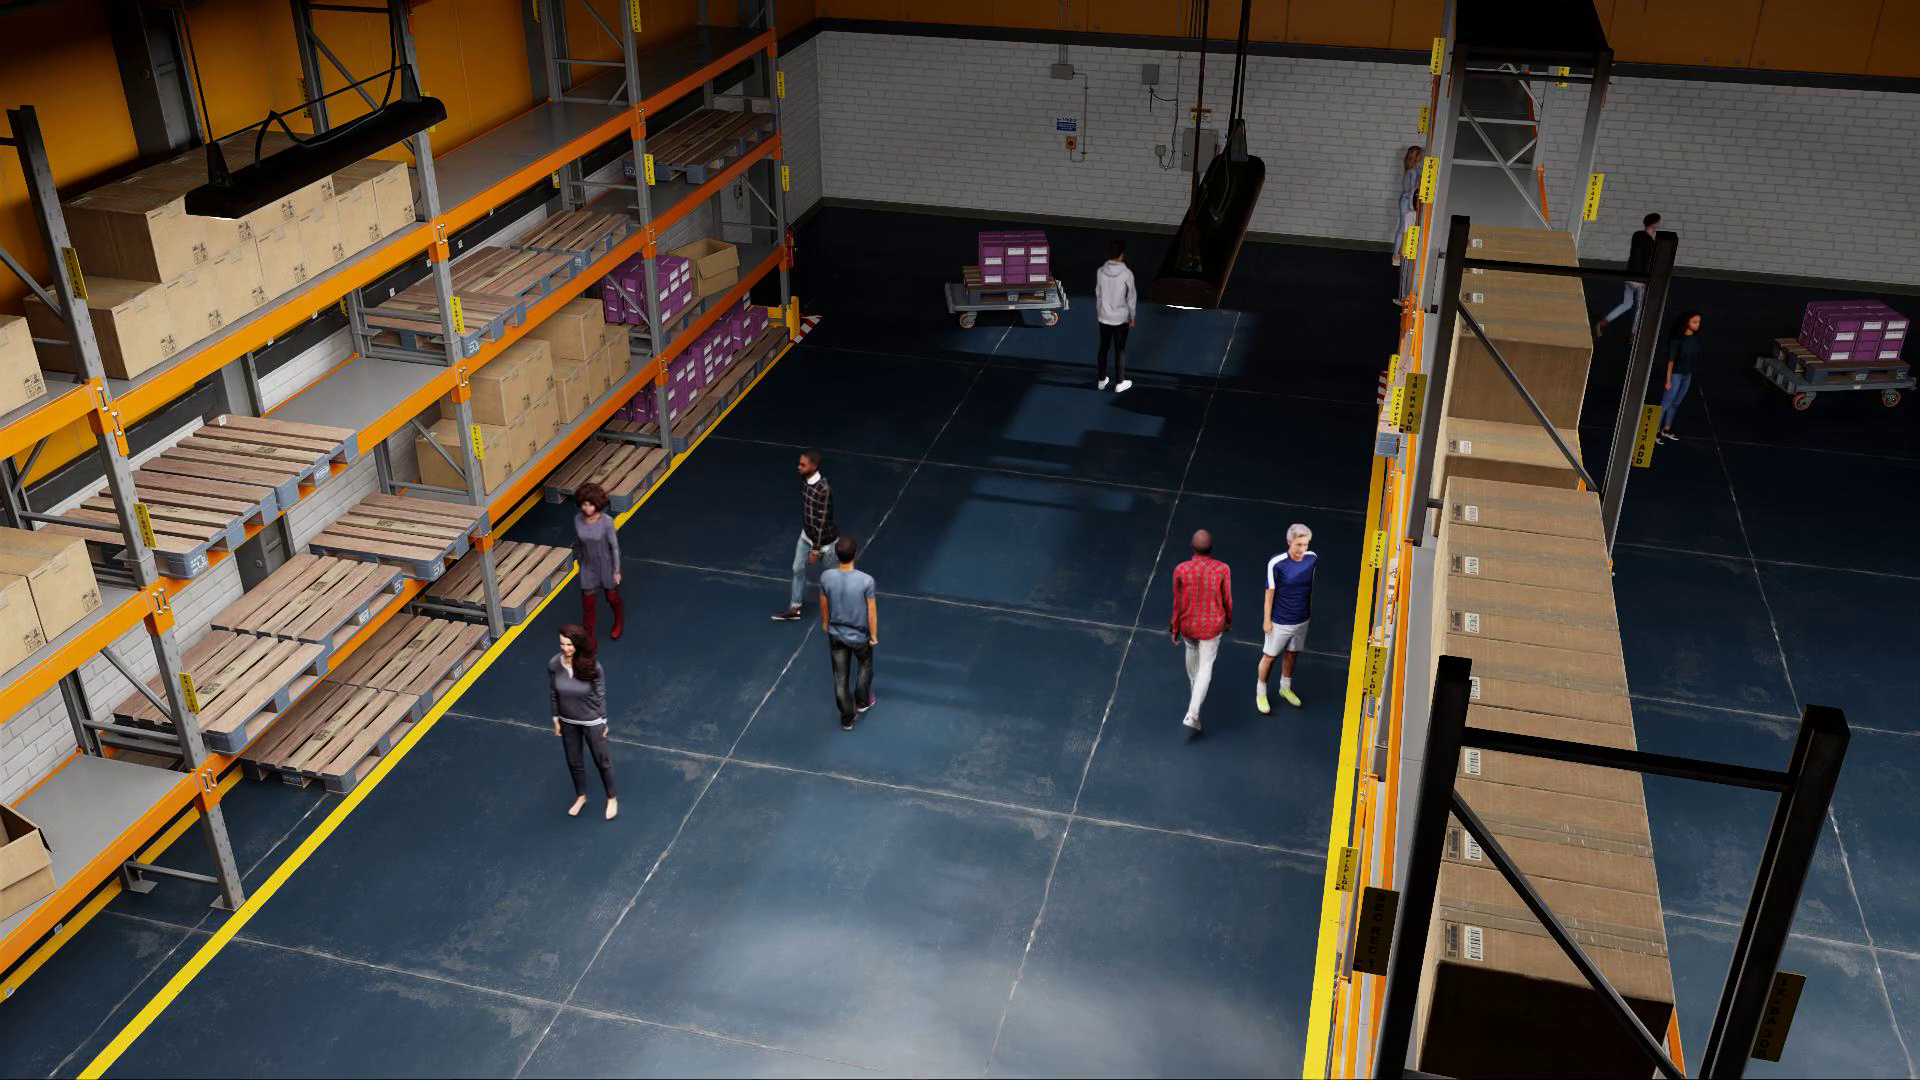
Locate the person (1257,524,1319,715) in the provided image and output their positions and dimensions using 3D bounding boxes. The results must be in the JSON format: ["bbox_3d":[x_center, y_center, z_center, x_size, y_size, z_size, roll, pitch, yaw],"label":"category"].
[{"bbox_3d":[2.852,0.651,14.460,0.715,1.834,0.741,-11,30,-19],"label":"person"}]

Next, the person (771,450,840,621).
[{"bbox_3d":[-1.236,-0.036,15.771,1.123,1.786,1.032,-19,34,-31],"label":"person"}]

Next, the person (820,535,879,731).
[{"bbox_3d":[-0.967,0.832,14.169,0.706,1.796,0.767,4,29,8],"label":"person"}]

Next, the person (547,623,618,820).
[{"bbox_3d":[-2.980,1.417,13.127,0.631,1.766,0.551,3,29,6],"label":"person"}]

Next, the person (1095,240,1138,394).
[{"bbox_3d":[1.915,-2.790,20.672,0.726,1.927,0.639,13,31,23],"label":"person"}]

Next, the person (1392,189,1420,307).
[{"bbox_3d":[6.393,-4.124,23.374,0.780,1.680,0.836,-15,32,-25],"label":"person"}]

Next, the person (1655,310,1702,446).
[{"bbox_3d":[8.373,-1.921,19.402,0.713,1.617,0.771,-15,32,-25],"label":"person"}]

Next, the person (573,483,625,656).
[{"bbox_3d":[-3.304,0.234,15.381,0.649,1.684,0.919,5,29,10],"label":"person"}]

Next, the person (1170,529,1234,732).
[{"bbox_3d":[2.060,0.777,14.268,0.671,1.798,1.186,9,30,16],"label":"person"}]

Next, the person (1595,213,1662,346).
[{"bbox_3d":[8.882,-3.429,21.960,1.014,1.816,1.044,-7,29,-12],"label":"person"}]

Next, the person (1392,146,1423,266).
[{"bbox_3d":[6.678,-5.011,24.881,0.680,1.795,0.504,2,29,4],"label":"person"}]
